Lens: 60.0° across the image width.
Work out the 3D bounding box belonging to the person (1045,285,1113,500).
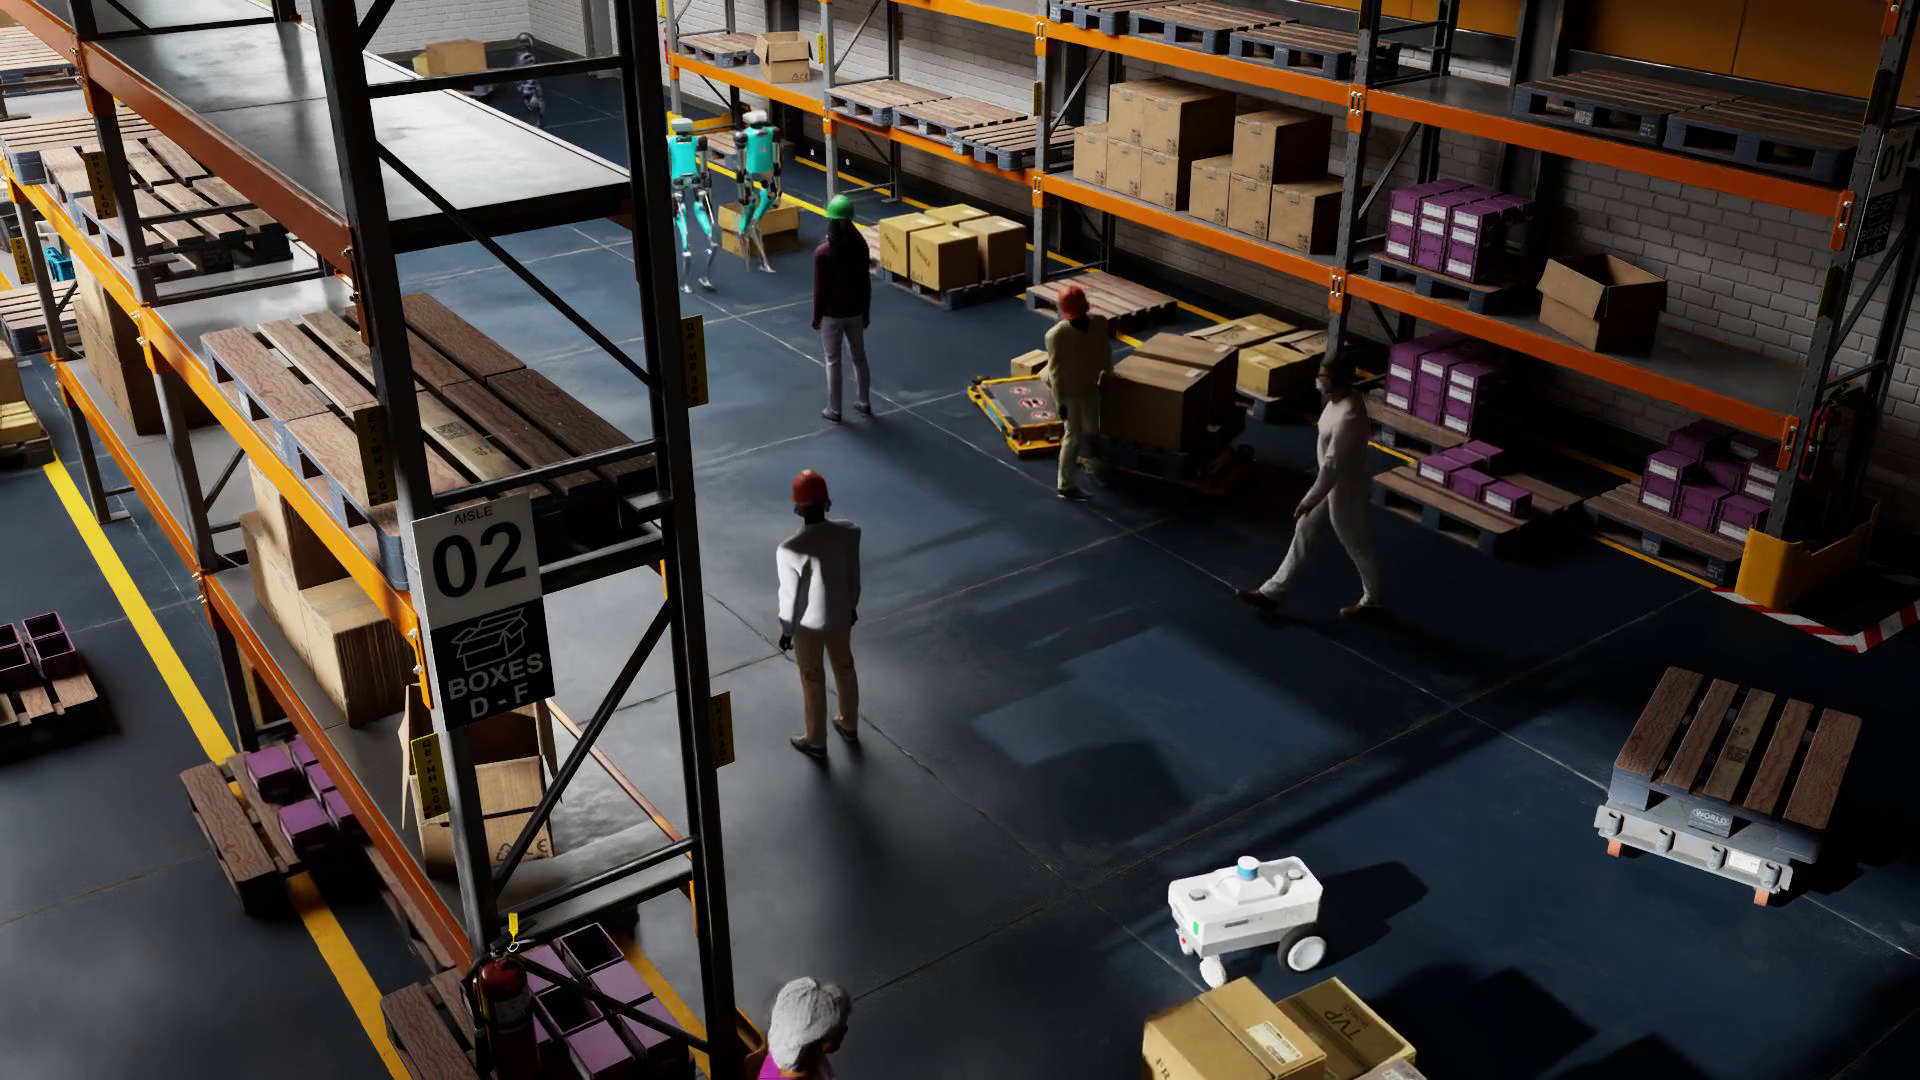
[{"bbox_3d":[0.932,-1.136,12.646,0.603,1.703,0.424,-21,33,-35],"label":"person"}]

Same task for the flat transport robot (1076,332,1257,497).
[{"bbox_3d":[1.592,-0.691,13.361,1.431,0.231,0.659,15,31,28],"label":"flat transport robot"}]

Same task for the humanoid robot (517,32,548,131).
[{"bbox_3d":[-5.805,-5.965,22.308,0.644,1.637,0.601,-15,30,-27],"label":"humanoid robot"}]

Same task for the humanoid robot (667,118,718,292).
[{"bbox_3d":[-2.728,-3.378,17.092,0.540,1.771,0.830,-12,29,-23],"label":"humanoid robot"}]

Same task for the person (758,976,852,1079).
[{"bbox_3d":[-0.555,2.268,5.730,0.486,1.832,0.565,-1,27,-1],"label":"person"}]

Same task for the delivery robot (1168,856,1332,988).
[{"bbox_3d":[1.416,1.813,8.079,0.781,0.610,0.525,-8,28,-15],"label":"delivery robot"}]

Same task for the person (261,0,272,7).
[{"bbox_3d":[-9.688,-6.683,23.513,1.049,1.859,0.632,8,28,15],"label":"person"}]

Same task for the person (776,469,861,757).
[{"bbox_3d":[-0.815,0.418,9.505,0.563,1.748,0.336,-21,34,-36],"label":"person"}]

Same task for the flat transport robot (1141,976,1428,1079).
[{"bbox_3d":[1.475,2.672,6.673,1.431,0.231,0.659,-14,30,-26],"label":"flat transport robot"}]

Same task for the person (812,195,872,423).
[{"bbox_3d":[-0.972,-1.914,13.944,0.511,1.940,0.431,-15,30,-27],"label":"person"}]

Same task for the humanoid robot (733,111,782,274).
[{"bbox_3d":[-2.216,-3.682,17.727,0.534,1.840,0.642,-18,32,-32],"label":"humanoid robot"}]

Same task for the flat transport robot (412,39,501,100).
[{"bbox_3d":[-7.737,-6.844,25.601,0.659,0.231,1.431,0,27,1],"label":"flat transport robot"}]

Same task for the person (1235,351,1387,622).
[{"bbox_3d":[2.395,-0.320,10.836,1.037,1.872,0.617,1,27,2],"label":"person"}]

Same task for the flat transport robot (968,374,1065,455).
[{"bbox_3d":[0.581,-1.096,14.168,0.659,0.231,1.431,-8,28,-15],"label":"flat transport robot"}]
